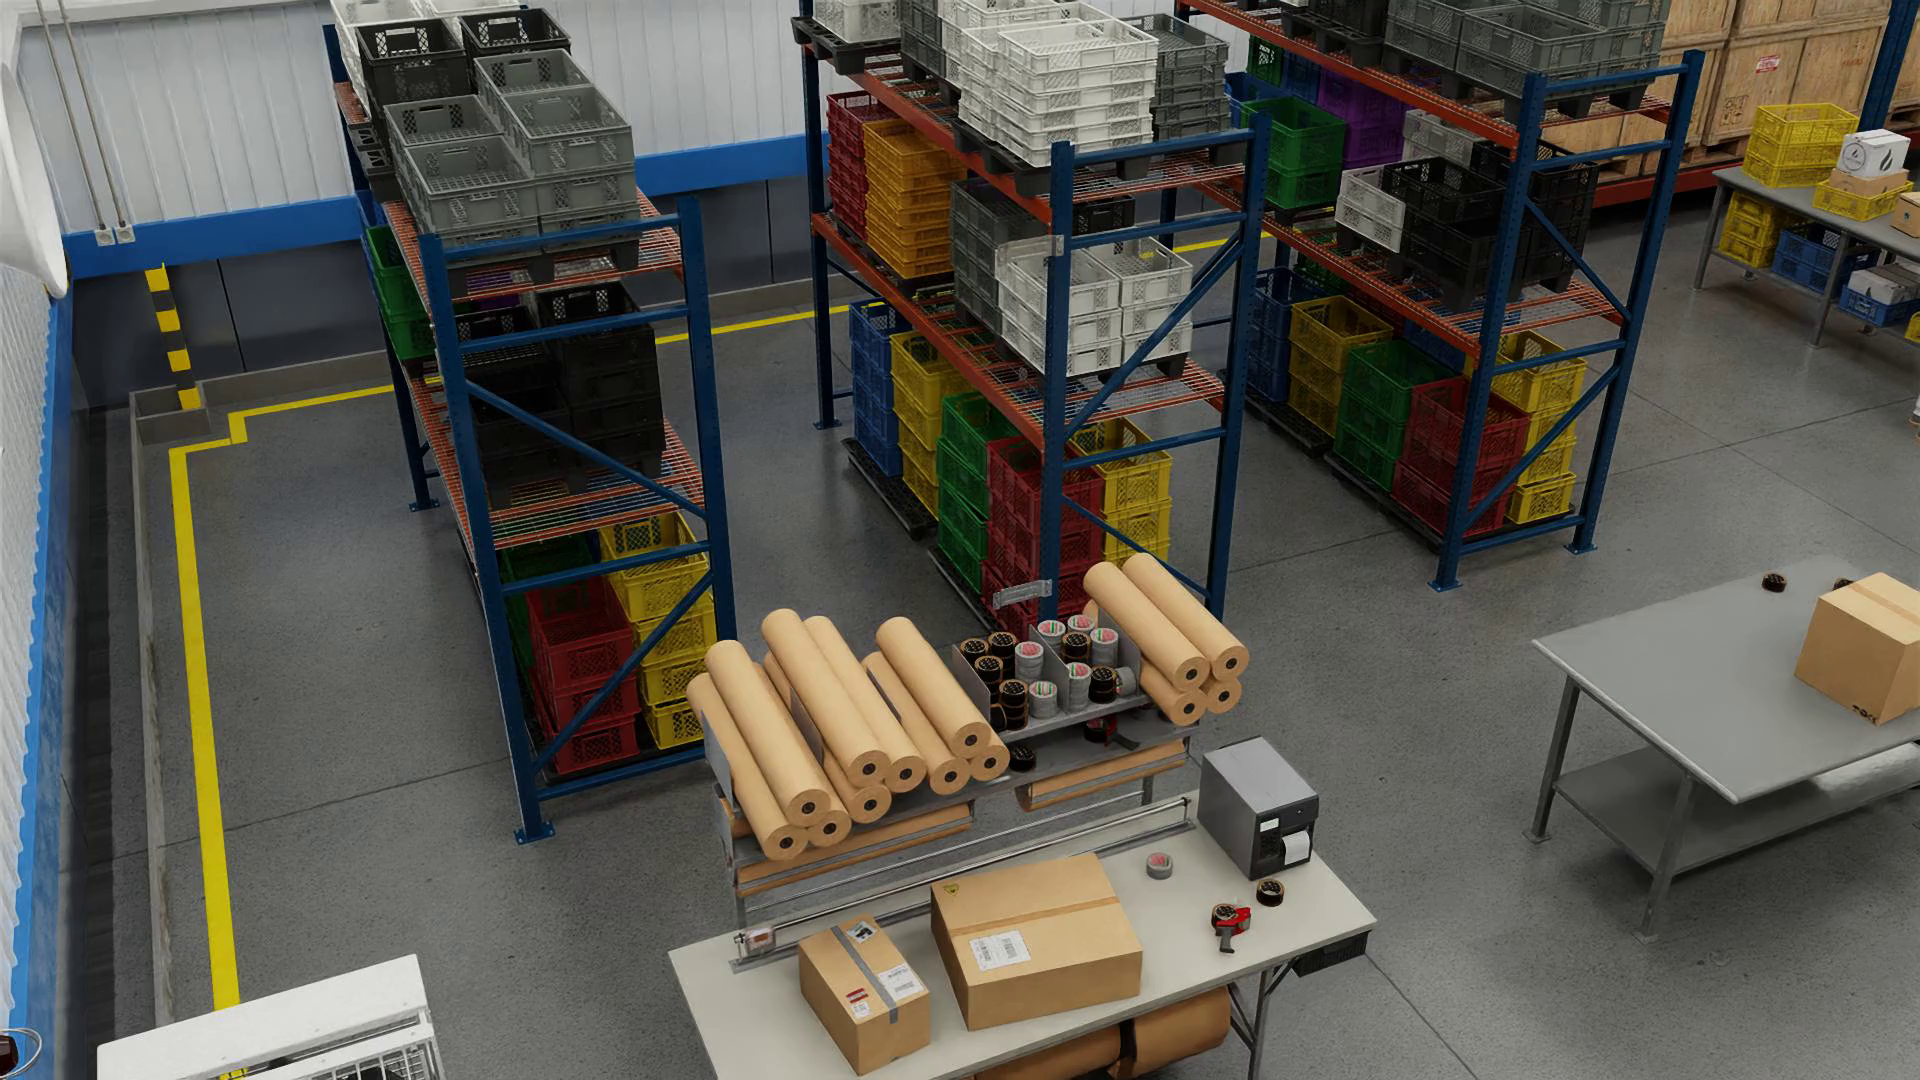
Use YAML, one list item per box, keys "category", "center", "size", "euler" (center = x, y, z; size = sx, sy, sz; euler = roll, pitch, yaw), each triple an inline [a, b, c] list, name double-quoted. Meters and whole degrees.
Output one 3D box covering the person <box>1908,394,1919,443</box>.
- category: "person"
  center: [6.651, -1.509, 10.880]
  size: [0.337, 1.882, 0.583]
  euler: [11, 33, 17]
